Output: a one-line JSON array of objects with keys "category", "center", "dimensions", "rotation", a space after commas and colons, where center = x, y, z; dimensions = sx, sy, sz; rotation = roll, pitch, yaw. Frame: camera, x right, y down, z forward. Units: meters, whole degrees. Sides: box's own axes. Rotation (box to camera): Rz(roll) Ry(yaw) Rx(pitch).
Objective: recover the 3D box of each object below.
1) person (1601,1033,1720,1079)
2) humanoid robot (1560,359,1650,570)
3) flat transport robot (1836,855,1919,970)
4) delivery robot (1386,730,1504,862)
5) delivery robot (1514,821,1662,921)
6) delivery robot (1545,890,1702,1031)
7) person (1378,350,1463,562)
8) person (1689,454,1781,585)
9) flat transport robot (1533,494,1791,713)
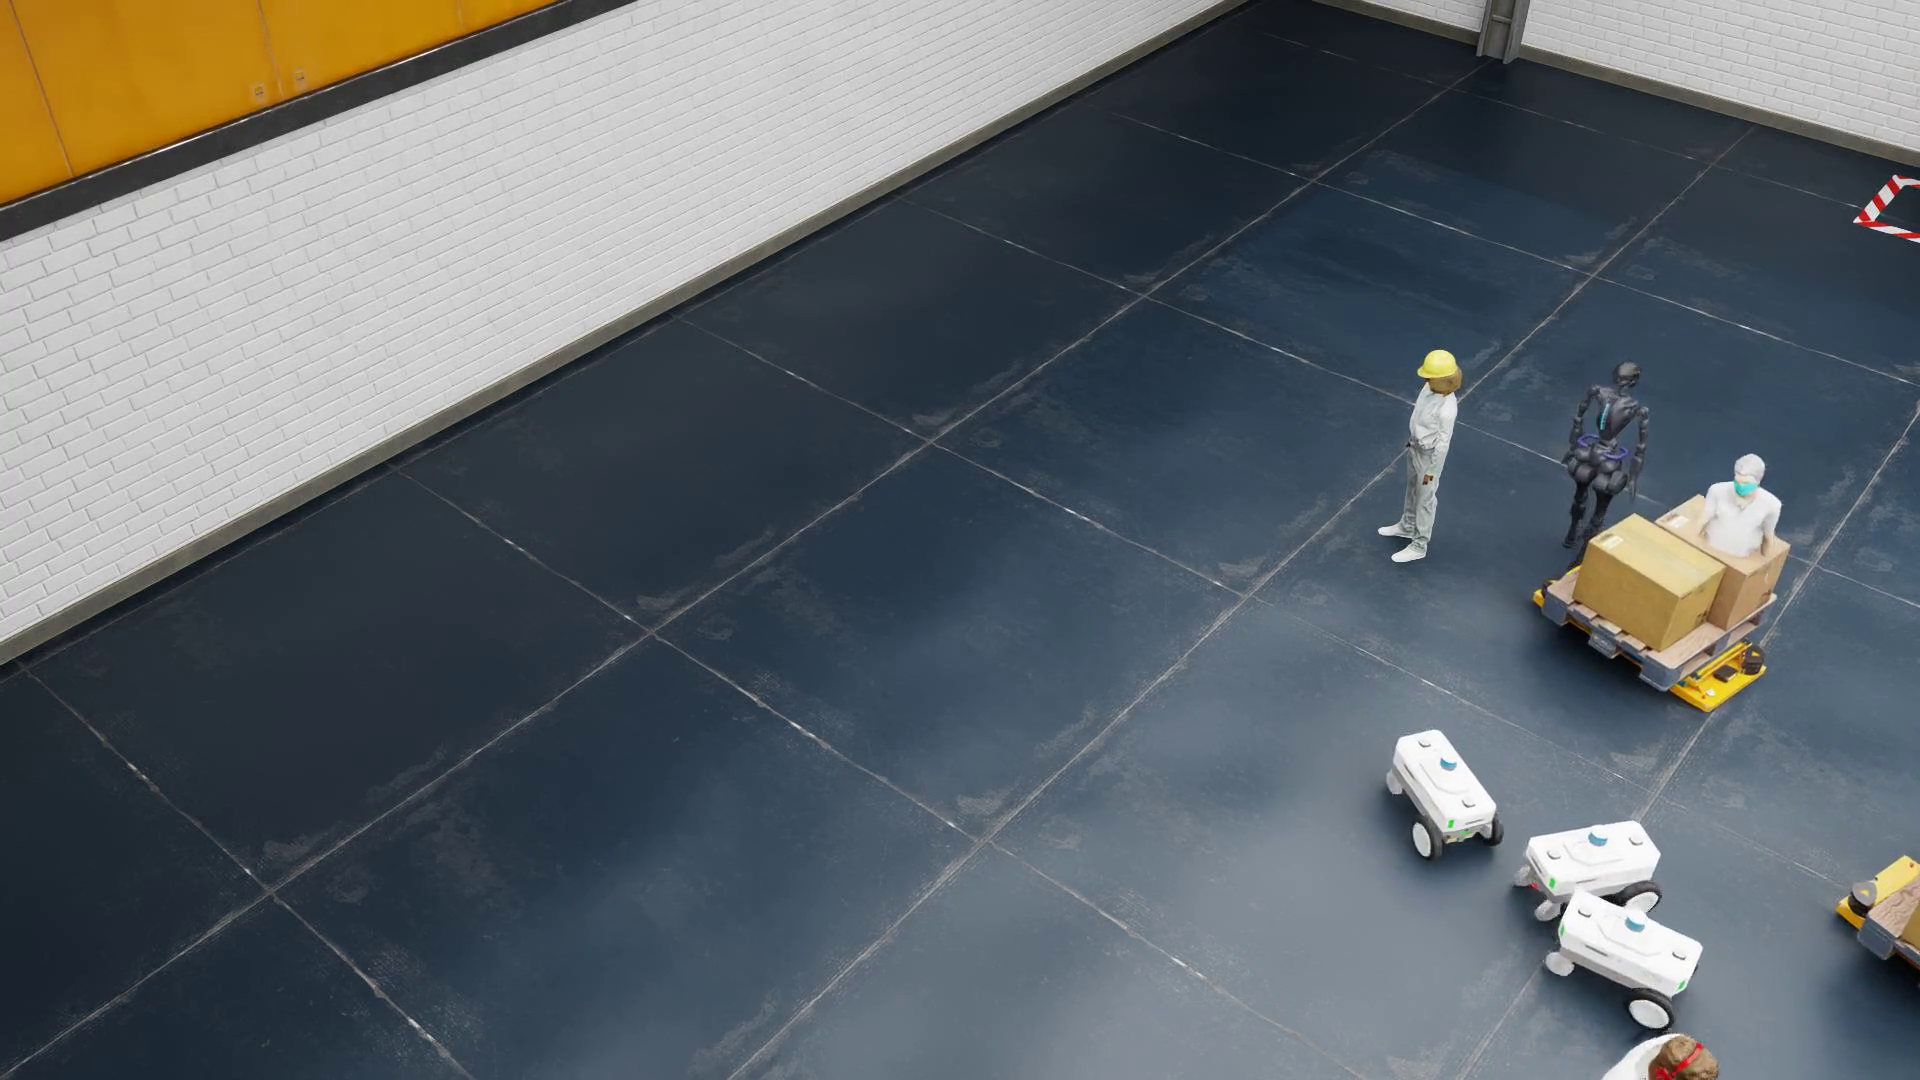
[{"category": "person", "center": [3.054, 2.775, 7.608], "dimensions": [0.599, 1.809, 0.535], "rotation": [-23, 44, -26]}, {"category": "humanoid robot", "center": [4.557, -0.537, 11.840], "dimensions": [0.406, 1.642, 0.609], "rotation": [-29, 47, -31]}, {"category": "flat transport robot", "center": [5.779, 2.368, 9.347], "dimensions": [0.659, 0.231, 1.431], "rotation": [-22, 44, -25]}, {"category": "delivery robot", "center": [2.948, 1.548, 10.149], "dimensions": [0.499, 0.609, 0.805], "rotation": [-11, 40, -13]}, {"category": "delivery robot", "center": [3.681, 1.893, 9.701], "dimensions": [0.773, 0.586, 0.499], "rotation": [-7, 39, -9]}, {"category": "delivery robot", "center": [3.713, 2.291, 9.219], "dimensions": [0.775, 0.601, 0.499], "rotation": [23, 44, 26]}, {"category": "person", "center": [3.305, -0.611, 11.876], "dimensions": [0.304, 1.736, 0.483], "rotation": [-3, 39, -3]}, {"category": "person", "center": [5.062, 0.118, 10.984], "dimensions": [0.513, 1.714, 0.431], "rotation": [23, 44, 26]}, {"category": "flat transport robot", "center": [4.772, 0.610, 11.530], "dimensions": [0.659, 0.231, 1.431], "rotation": [-25, 45, -28]}]
